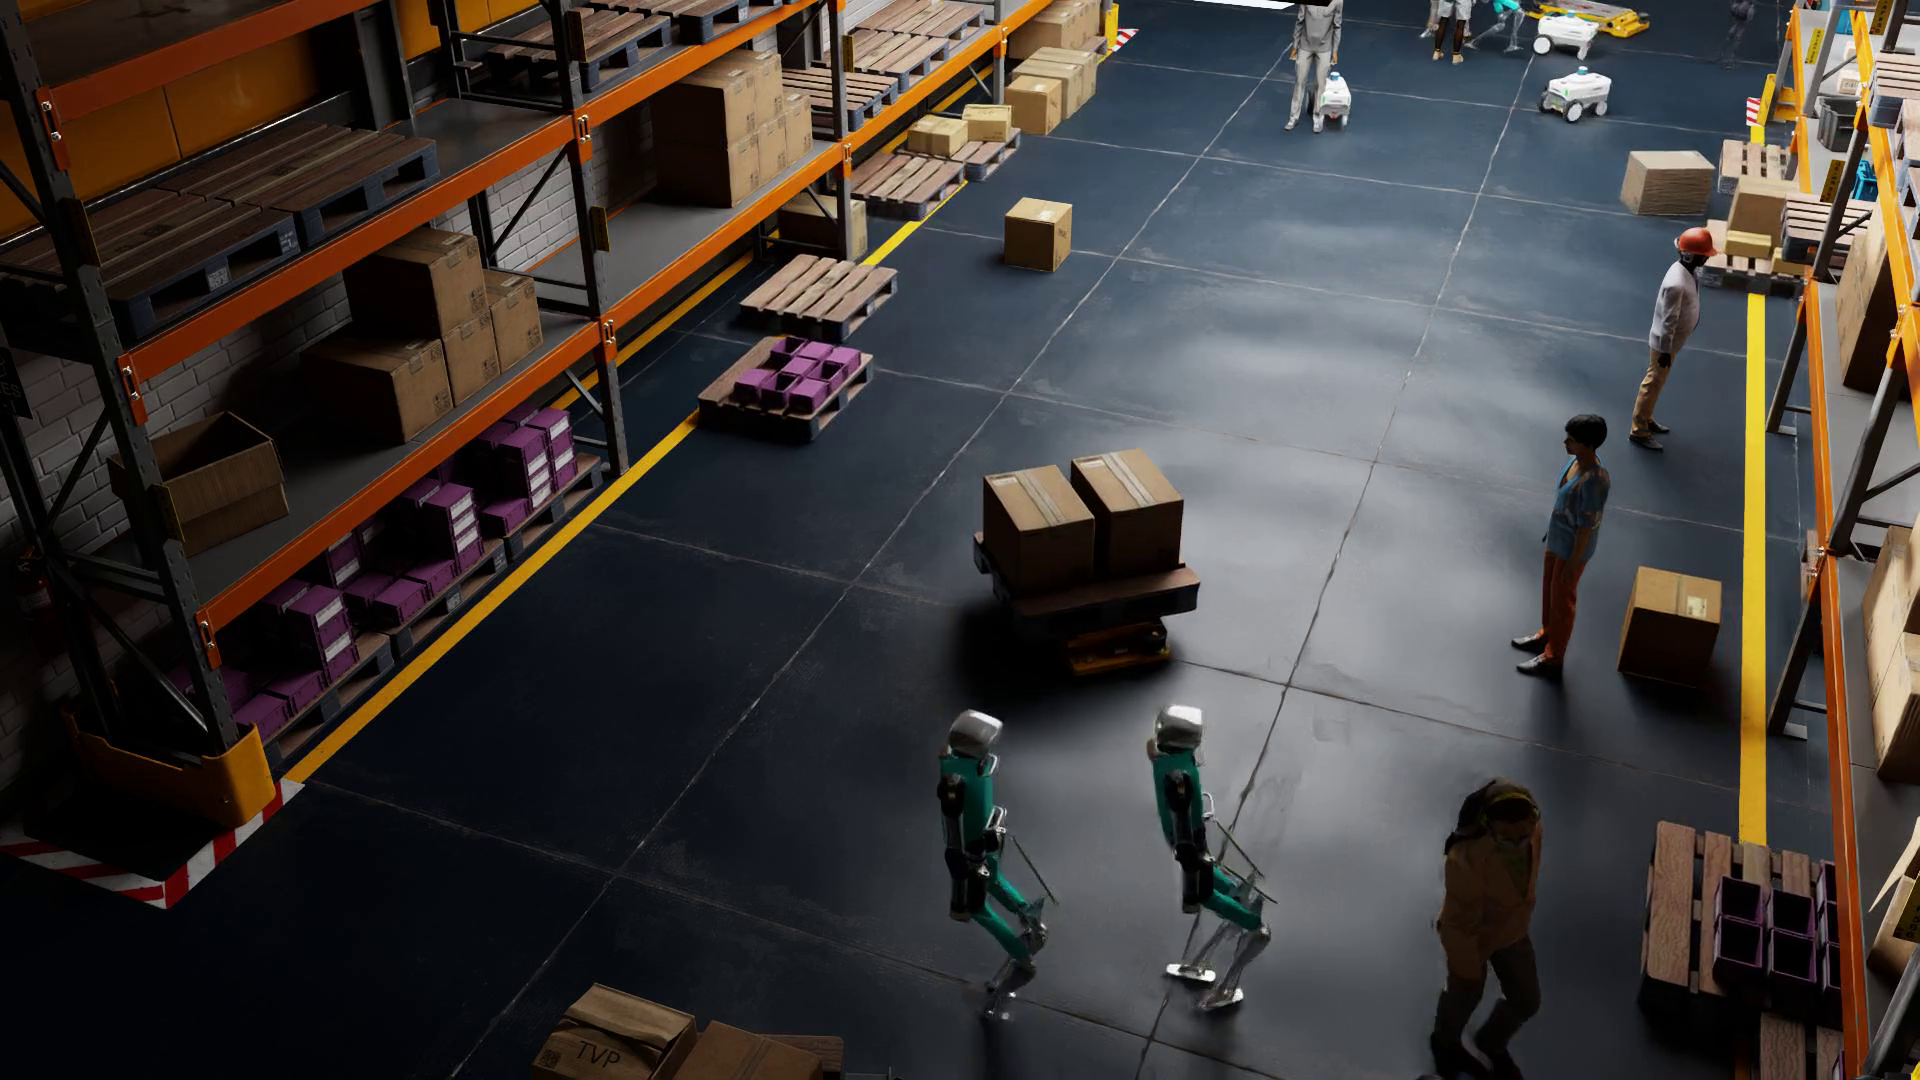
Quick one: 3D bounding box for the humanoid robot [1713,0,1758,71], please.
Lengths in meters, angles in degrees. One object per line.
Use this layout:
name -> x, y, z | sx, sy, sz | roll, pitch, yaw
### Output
humanoid robot -> 9.766, -6.721, 20.683 | 0.325, 1.657, 0.597 | 4, 33, 6

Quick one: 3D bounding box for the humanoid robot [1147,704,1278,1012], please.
humanoid robot -> 1.252, 1.518, 7.877 | 0.805, 1.763, 0.539 | 0, 33, 0

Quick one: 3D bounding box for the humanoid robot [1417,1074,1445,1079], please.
humanoid robot -> 1.682, 2.562, 6.329 | 0.590, 1.645, 0.343 | -20, 38, -28

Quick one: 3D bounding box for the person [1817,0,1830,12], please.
person -> 10.808, -6.771, 20.600 | 0.526, 1.866, 0.397 | -17, 36, -24

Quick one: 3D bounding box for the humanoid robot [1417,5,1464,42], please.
humanoid robot -> 6.415, -7.304, 21.624 | 0.845, 1.838, 0.554 | -6, 33, -10

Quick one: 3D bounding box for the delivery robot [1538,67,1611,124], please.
delivery robot -> 7.184, -5.193, 19.382 | 0.815, 0.614, 0.499 | -14, 35, -21

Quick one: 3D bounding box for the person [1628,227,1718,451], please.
person -> 5.394, -1.540, 12.606 | 0.323, 1.751, 0.560 | 16, 36, 23

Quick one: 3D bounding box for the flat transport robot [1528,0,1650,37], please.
flat transport robot -> 8.558, -7.127, 22.622 | 1.431, 0.231, 0.659 | 28, 42, 36

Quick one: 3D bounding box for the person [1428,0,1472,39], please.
person -> 6.535, -7.483, 21.831 | 0.466, 1.717, 0.906 | -9, 34, -13

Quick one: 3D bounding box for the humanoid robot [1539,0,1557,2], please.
humanoid robot -> 8.117, -7.964, 22.637 | 0.613, 1.654, 0.353 | 15, 36, 22

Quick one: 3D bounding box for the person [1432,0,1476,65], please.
person -> 6.248, -6.838, 20.863 | 0.534, 1.692, 0.319 | 23, 40, 32

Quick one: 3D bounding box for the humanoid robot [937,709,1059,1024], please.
humanoid robot -> 0.219, 1.583, 7.791 | 0.667, 1.799, 0.538 | 9, 34, 13

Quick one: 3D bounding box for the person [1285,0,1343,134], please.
person -> 3.991, -5.533, 18.656 | 0.534, 1.897, 0.394 | 10, 34, 15

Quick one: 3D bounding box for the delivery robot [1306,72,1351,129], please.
delivery robot -> 4.296, -5.103, 19.232 | 0.499, 0.601, 0.802 | 2, 33, 3

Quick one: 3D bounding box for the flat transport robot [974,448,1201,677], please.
flat transport robot -> 0.810, 0.380, 11.003 | 0.659, 0.231, 1.431 | -10, 34, -15

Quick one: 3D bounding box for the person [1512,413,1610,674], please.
person -> 3.709, 0.024, 10.184 | 0.332, 1.759, 0.497 | 2, 33, 3

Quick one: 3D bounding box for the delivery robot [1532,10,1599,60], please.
delivery robot -> 7.790, -6.515, 21.417 | 0.773, 0.601, 0.528 | 18, 37, 26

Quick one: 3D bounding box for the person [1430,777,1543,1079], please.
person -> 2.382, 1.789, 7.367 | 0.575, 1.852, 0.594 | -20, 38, -28

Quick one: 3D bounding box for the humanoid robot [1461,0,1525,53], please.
humanoid robot -> 6.977, -6.990, 21.112 | 1.019, 1.776, 0.530 | 24, 40, 32
